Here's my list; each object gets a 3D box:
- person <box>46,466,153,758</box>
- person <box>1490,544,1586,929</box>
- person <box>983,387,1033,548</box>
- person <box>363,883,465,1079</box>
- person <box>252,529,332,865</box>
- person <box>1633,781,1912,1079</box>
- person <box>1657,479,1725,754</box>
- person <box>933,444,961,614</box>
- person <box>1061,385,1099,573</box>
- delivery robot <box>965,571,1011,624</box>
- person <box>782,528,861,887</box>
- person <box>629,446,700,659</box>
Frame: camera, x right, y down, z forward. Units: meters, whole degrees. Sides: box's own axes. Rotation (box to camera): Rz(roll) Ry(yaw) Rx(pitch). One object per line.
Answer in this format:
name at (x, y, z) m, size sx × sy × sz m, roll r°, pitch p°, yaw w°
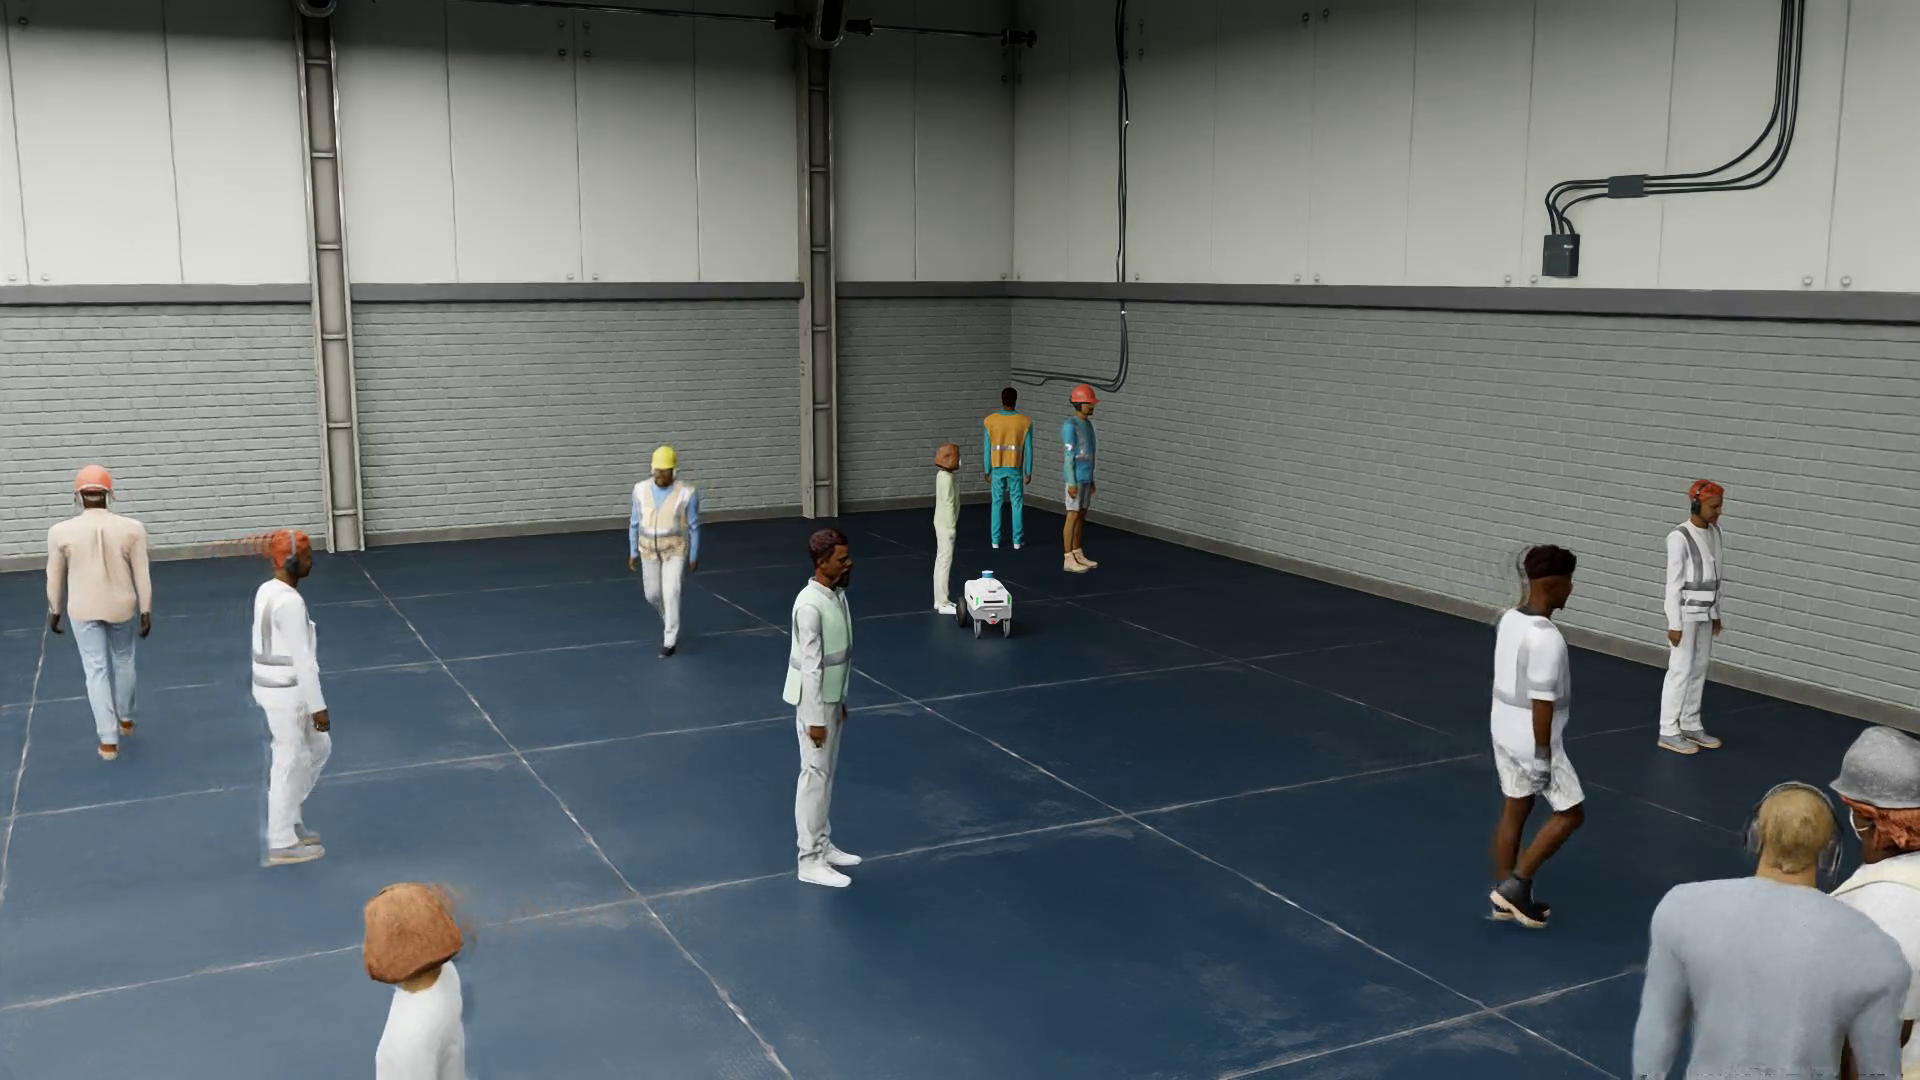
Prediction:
person at (-5.927, 0.465, 11.441) m, size 0.616 × 1.955 × 0.955 m, roll -7°, pitch 11°, yaw -35°
person at (2.877, 0.978, 8.285) m, size 0.432 × 1.943 × 0.601 m, roll -1°, pitch 9°, yaw -7°
person at (0.568, -0.846, 19.665) m, size 0.584 × 1.911 × 0.391 m, roll 1°, pitch 9°, yaw 4°
person at (-1.443, 1.732, 4.670) m, size 0.585 × 1.614 × 0.503 m, roll -1°, pitch 9°, yaw -7°
person at (-3.690, 0.871, 9.207) m, size 0.459 × 1.871 × 0.593 m, roll -5°, pitch 11°, yaw -29°
person at (2.175, 1.607, 4.523) m, size 0.663 × 1.914 × 0.463 m, roll 5°, pitch 10°, yaw 27°
person at (5.005, 0.517, 11.351) m, size 0.586 × 1.879 × 0.361 m, roll -7°, pitch 12°, yaw -38°
person at (-0.113, -0.113, 15.970) m, size 0.278 × 1.634 × 0.498 m, roll -1°, pitch 9°, yaw -8°
person at (1.331, -0.674, 18.172) m, size 0.378 × 2.045 × 0.605 m, roll 5°, pitch 10°, yaw 26°
delivery robot at (0.252, 0.522, 15.087) m, size 0.477 × 0.478 × 0.707 m, roll -1°, pitch 9°, yaw -8°
person at (-0.743, 0.881, 8.973) m, size 0.399 × 1.920 × 0.590 m, roll 1°, pitch 9°, yaw 9°
person at (-2.522, 0.070, 14.313) m, size 0.593 × 1.808 × 0.730 m, roll 2°, pitch 9°, yaw 10°
